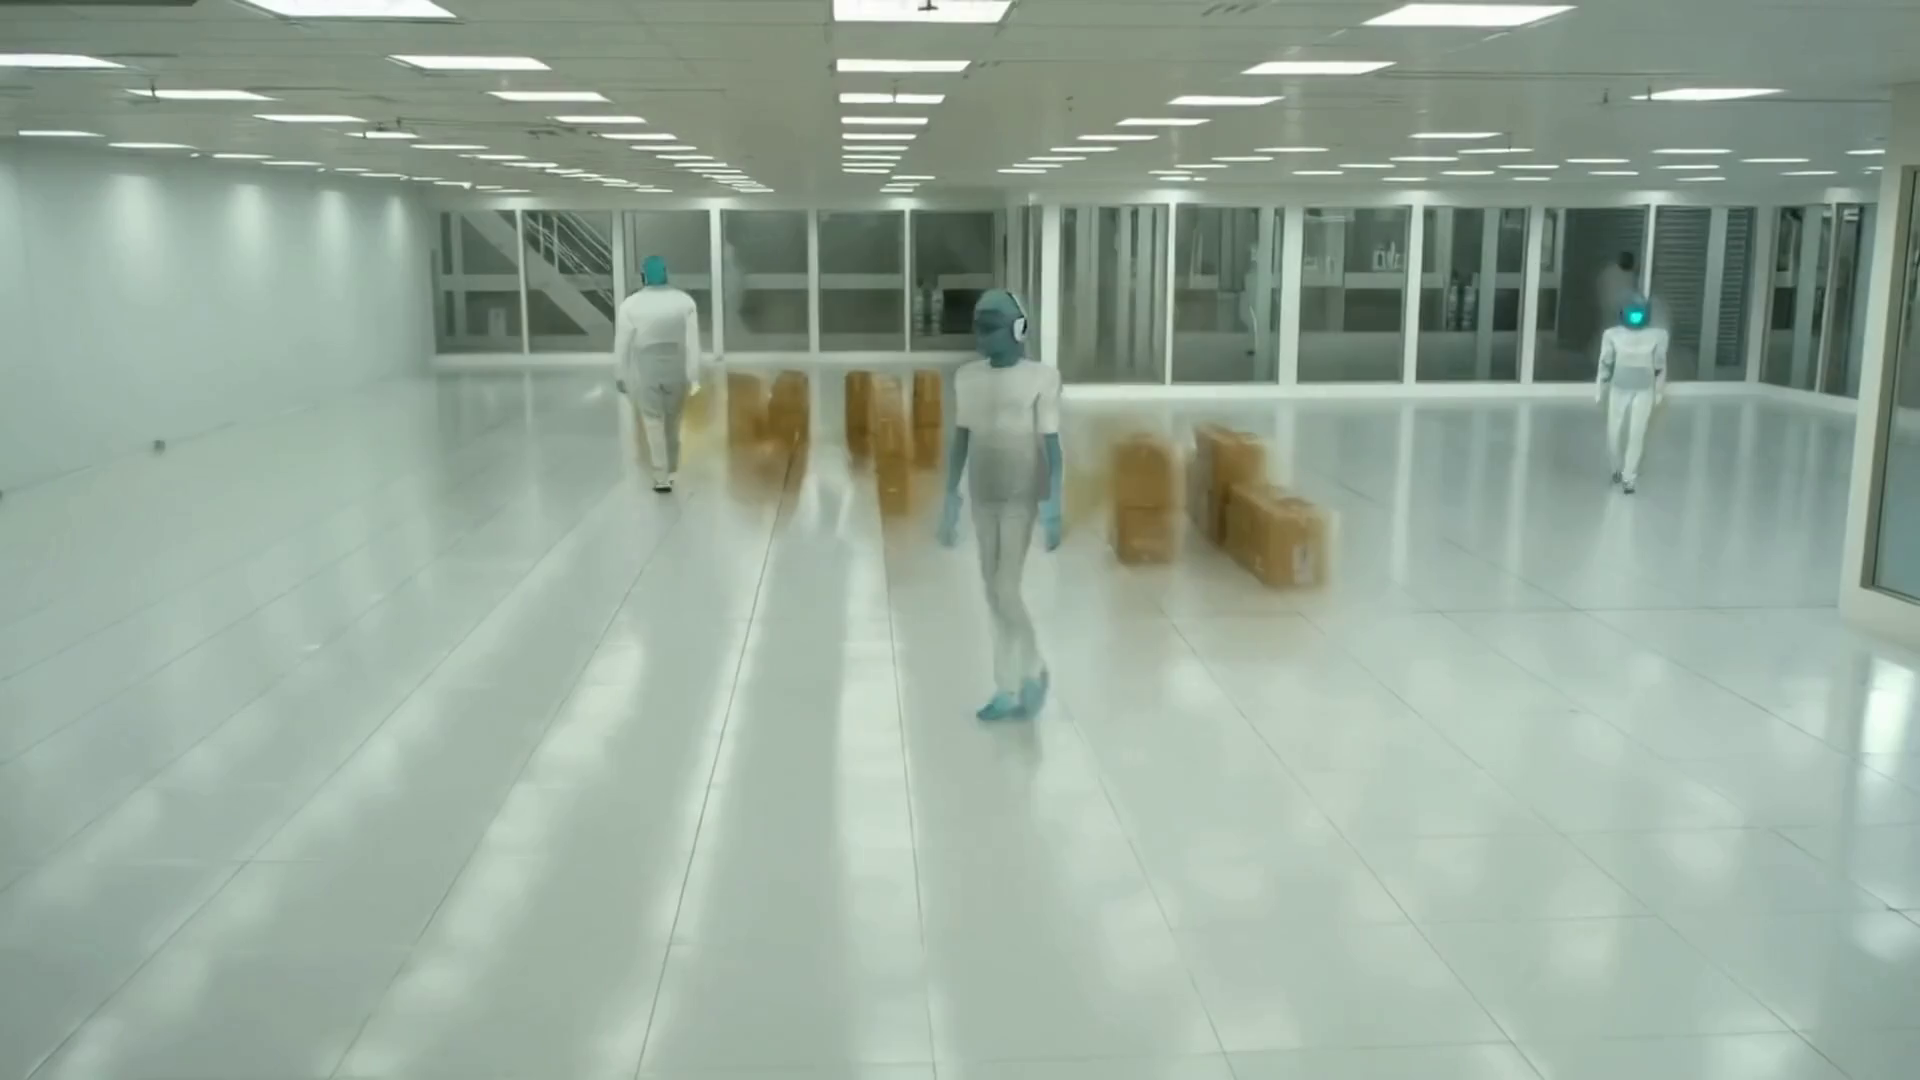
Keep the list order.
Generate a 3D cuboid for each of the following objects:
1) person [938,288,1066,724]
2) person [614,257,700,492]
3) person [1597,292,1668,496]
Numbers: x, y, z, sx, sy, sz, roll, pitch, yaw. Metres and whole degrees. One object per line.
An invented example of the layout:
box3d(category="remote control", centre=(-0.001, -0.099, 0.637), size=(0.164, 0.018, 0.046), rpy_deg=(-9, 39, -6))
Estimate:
box3d(category="person", centre=(0.170, -0.129, 7.035), size=(0.501, 1.855, 0.431), rpy_deg=(8, 13, 35))
box3d(category="person", centre=(-2.494, -1.360, 13.578), size=(0.665, 1.869, 0.916), rpy_deg=(-5, 11, -23))
box3d(category="person", centre=(5.384, -1.181, 13.345), size=(0.503, 1.613, 0.582), rpy_deg=(4, 11, 22))
